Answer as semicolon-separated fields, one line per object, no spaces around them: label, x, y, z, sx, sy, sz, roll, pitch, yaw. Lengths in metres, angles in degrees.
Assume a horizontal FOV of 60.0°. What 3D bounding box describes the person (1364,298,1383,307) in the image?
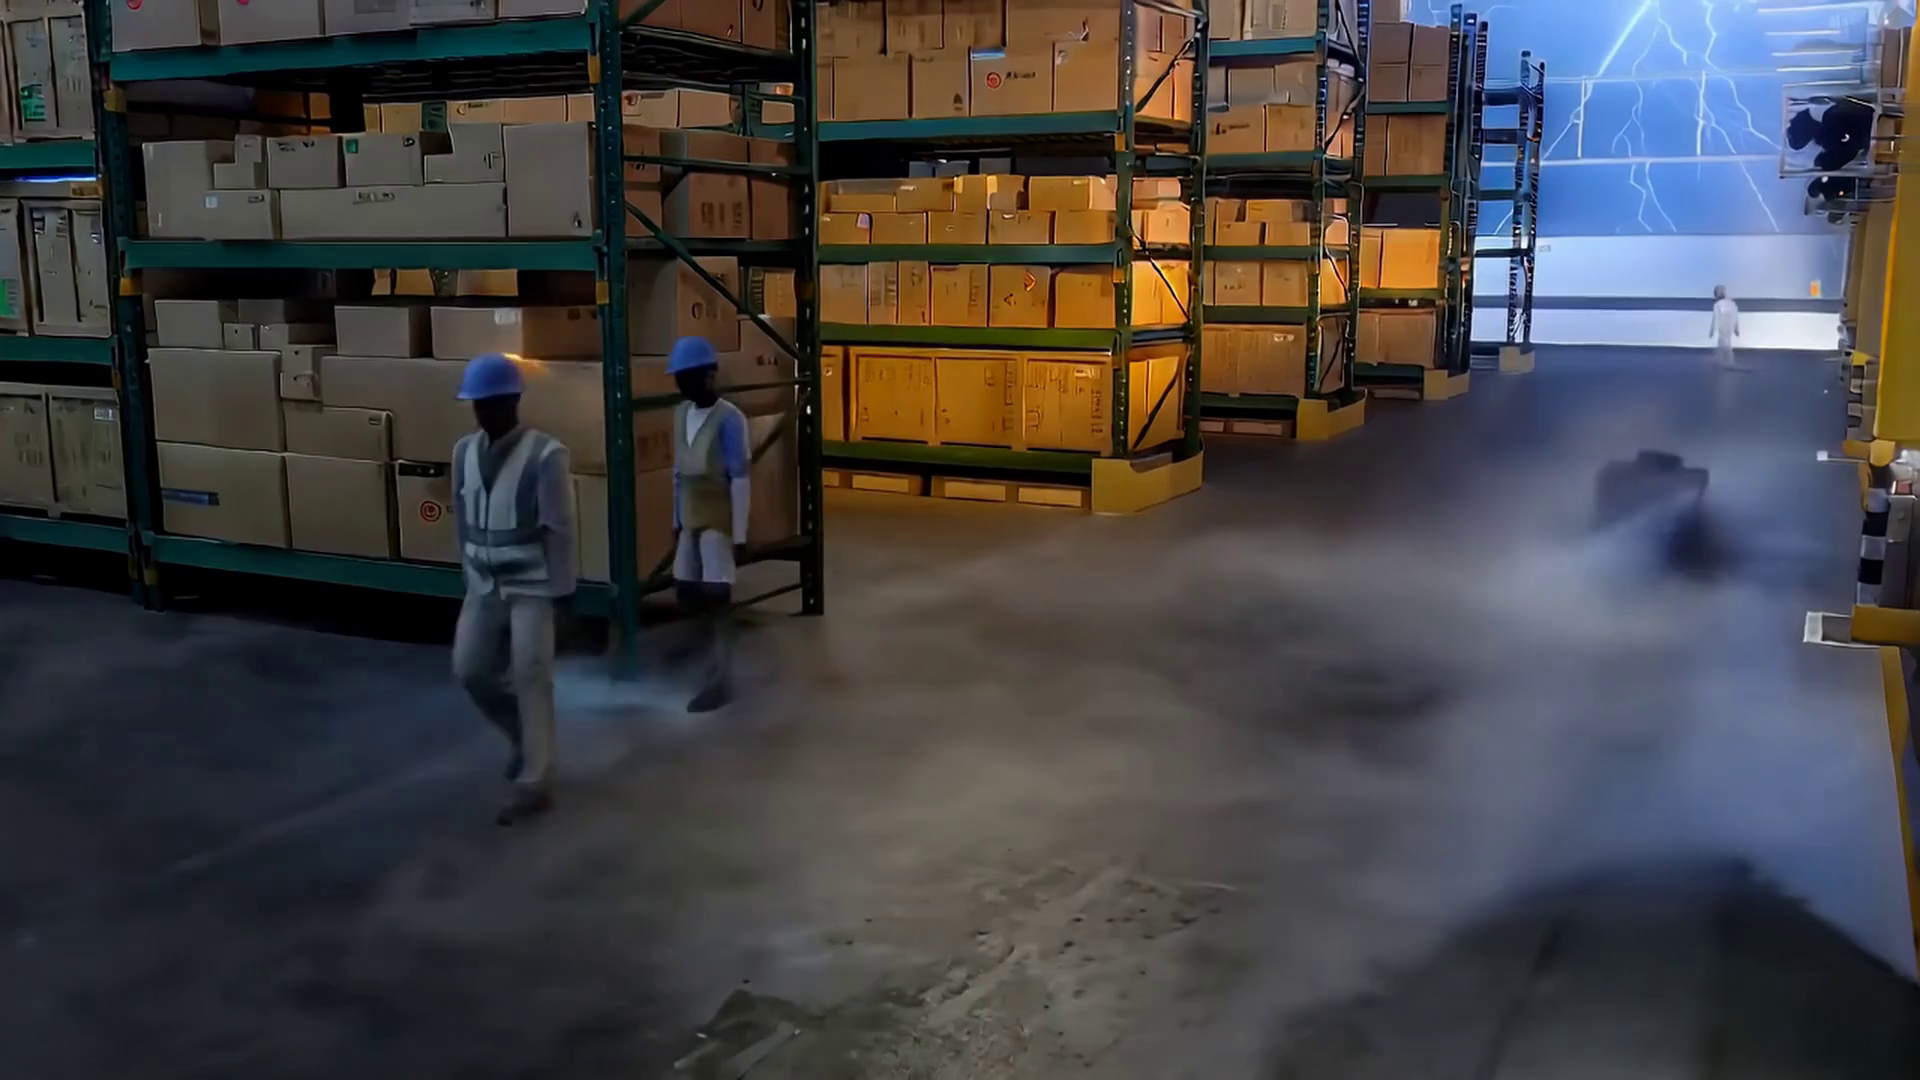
person;8.937;-4.878;36.431;0.974;1.859;0.659;4;11;24

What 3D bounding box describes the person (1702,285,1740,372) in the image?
person;14.981;-4.157;32.702;0.578;1.696;0.901;-6;12;-32

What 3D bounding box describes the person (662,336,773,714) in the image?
person;-1.263;-0.103;8.637;0.589;1.913;0.630;8;13;40

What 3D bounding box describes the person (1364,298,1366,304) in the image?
person;9.651;-5.273;39.086;0.504;1.730;0.522;-4;11;-21

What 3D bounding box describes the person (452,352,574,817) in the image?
person;-1.863;0.181;6.942;0.620;1.933;0.467;4;11;22
